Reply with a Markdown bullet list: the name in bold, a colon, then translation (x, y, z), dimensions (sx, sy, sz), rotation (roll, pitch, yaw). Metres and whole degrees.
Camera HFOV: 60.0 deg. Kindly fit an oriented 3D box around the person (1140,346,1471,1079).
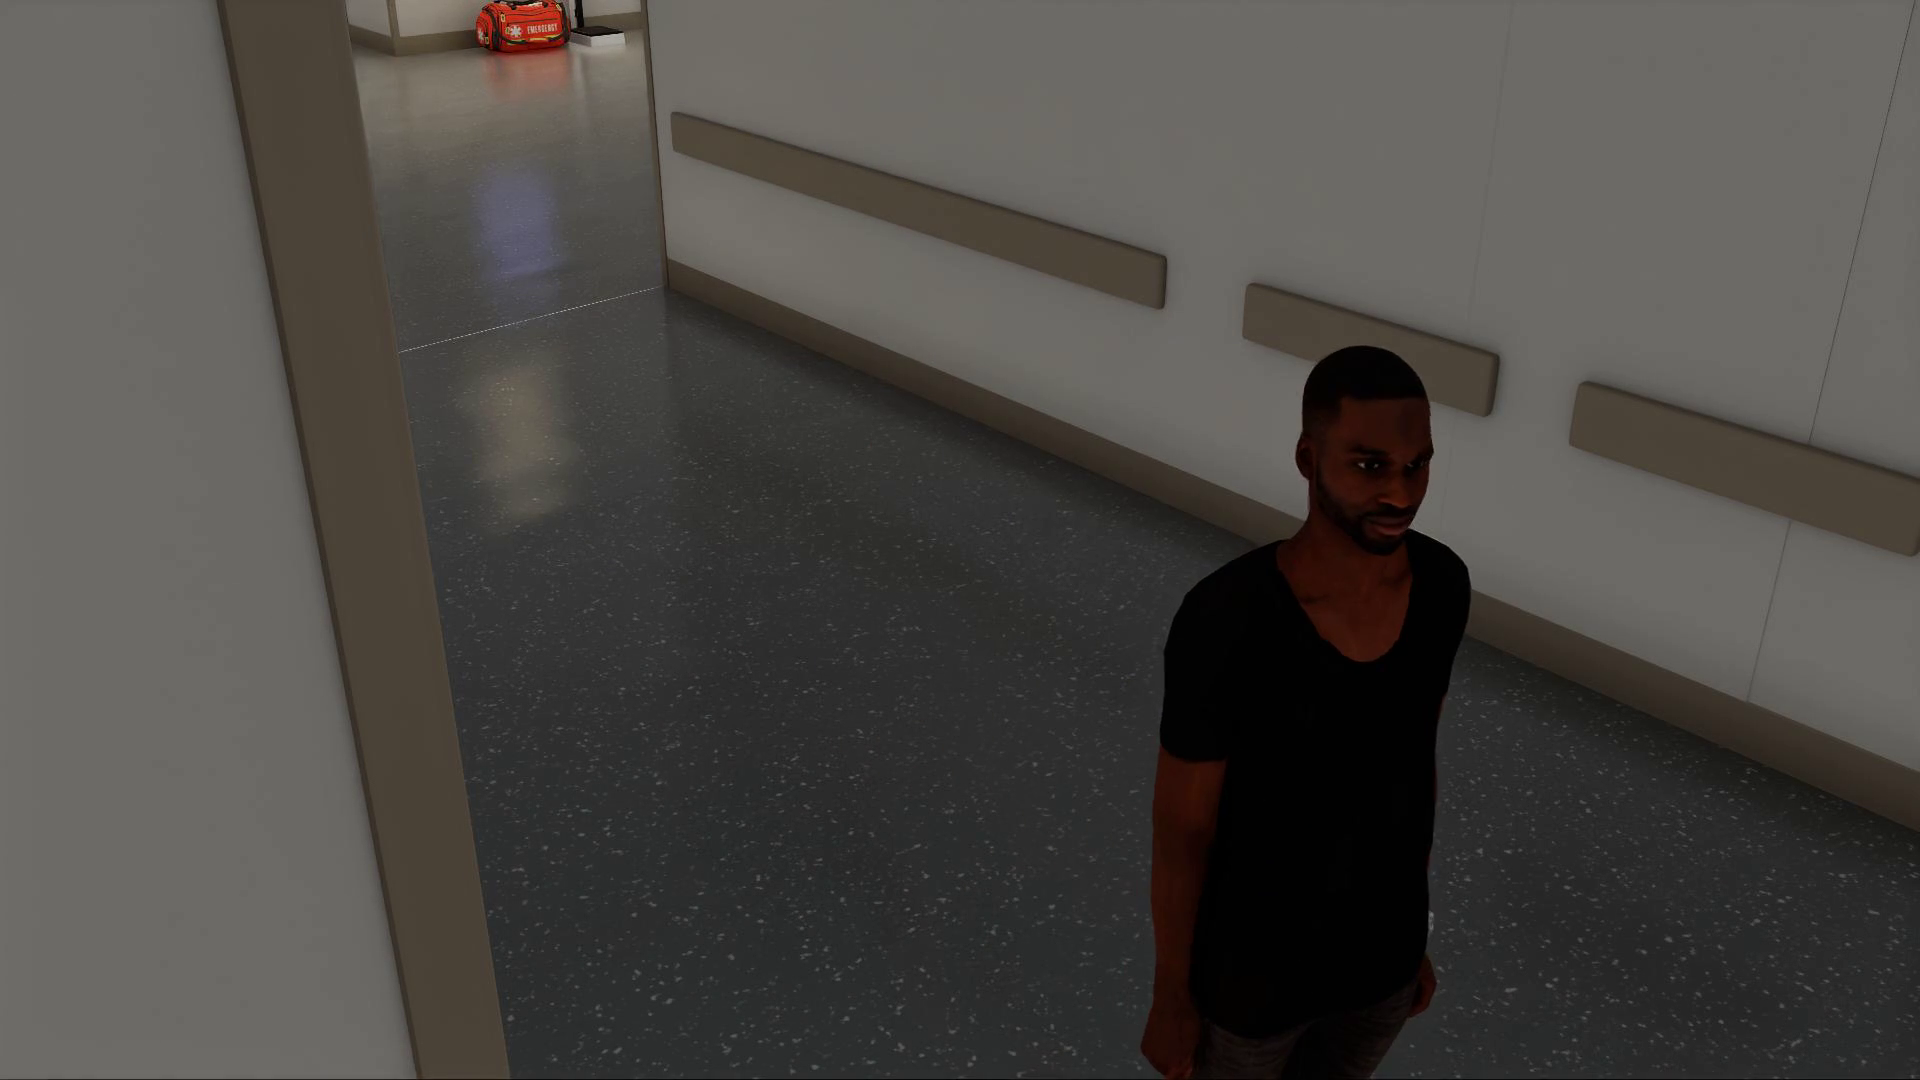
- **person**: translation (0.495, 0.572, 2.457), dimensions (0.563, 1.804, 0.764), rotation (-11, 28, -22)
